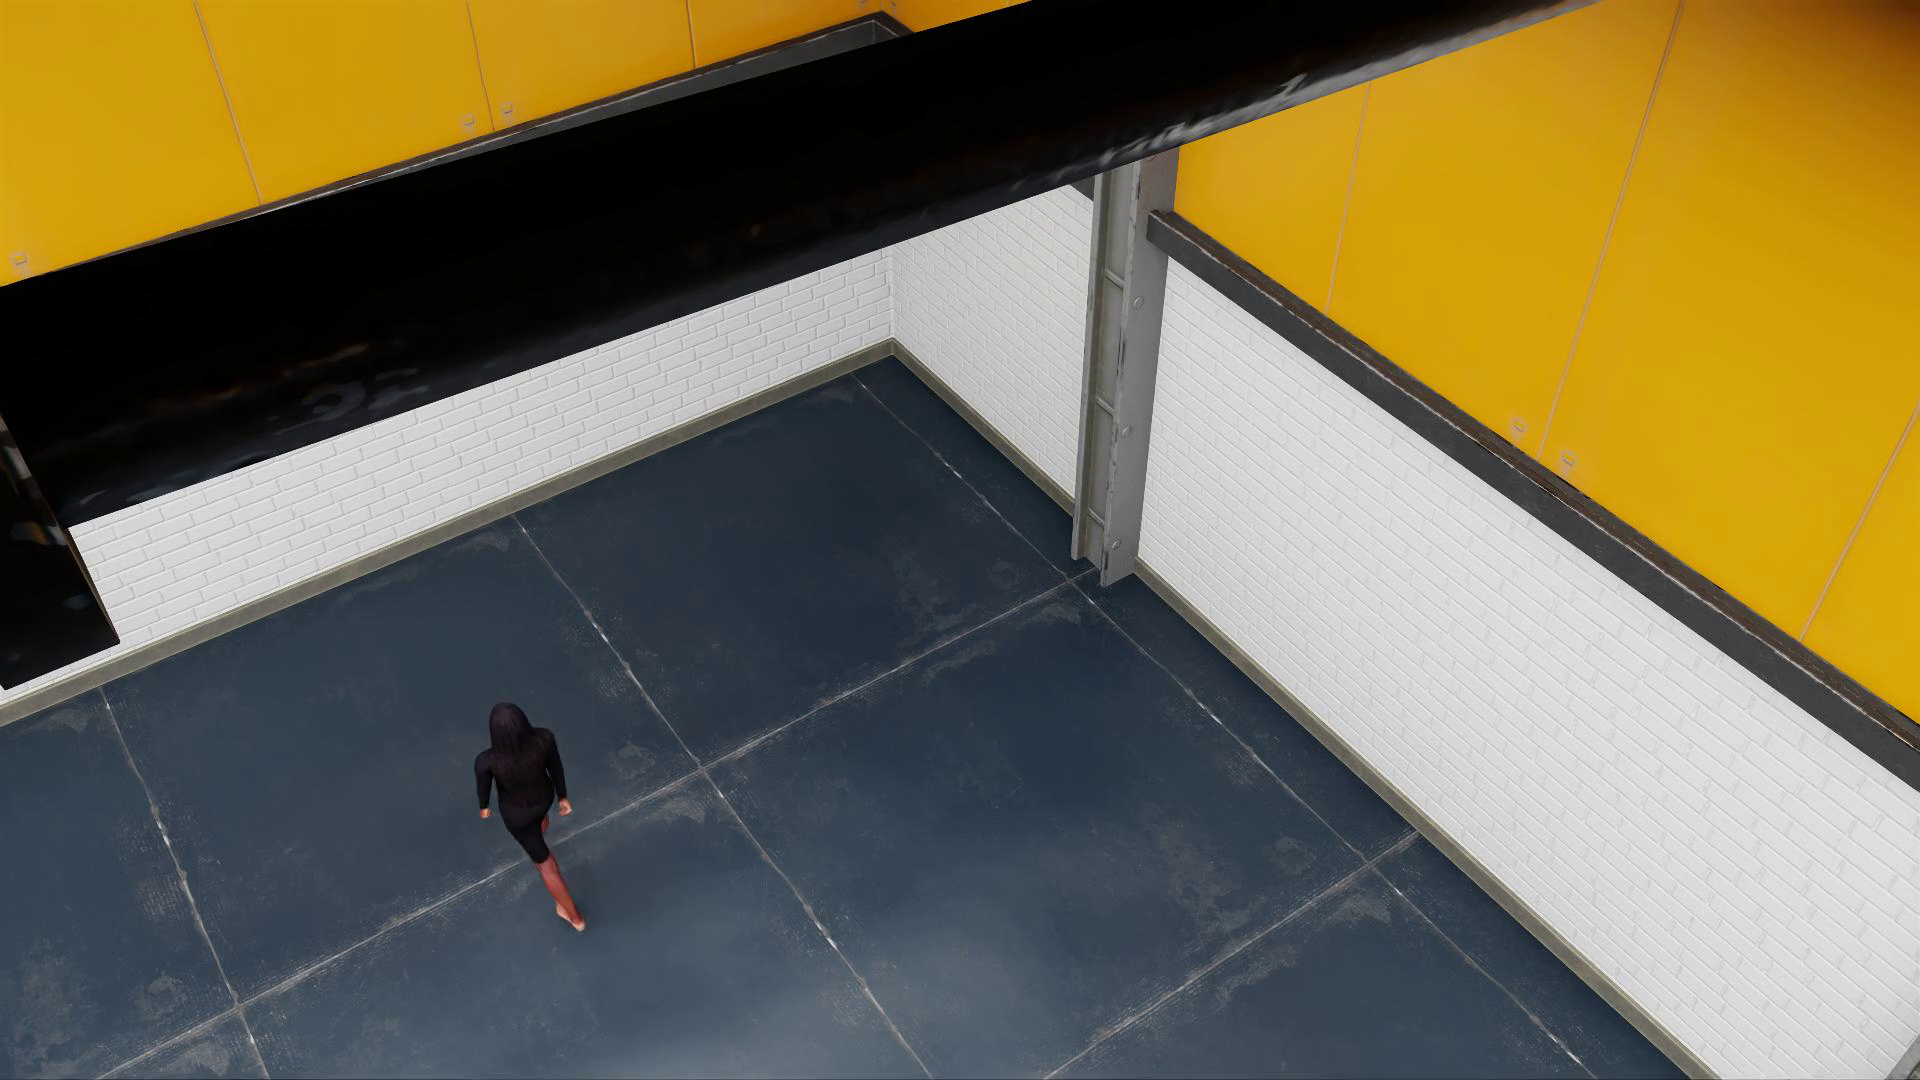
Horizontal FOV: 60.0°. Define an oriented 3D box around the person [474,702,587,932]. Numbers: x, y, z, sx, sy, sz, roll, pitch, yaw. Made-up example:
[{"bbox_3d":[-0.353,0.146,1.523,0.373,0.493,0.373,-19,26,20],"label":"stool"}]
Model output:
[{"bbox_3d":[-2.392,1.589,9.416,0.673,1.670,1.158,-30,51,-28],"label":"person"}]
